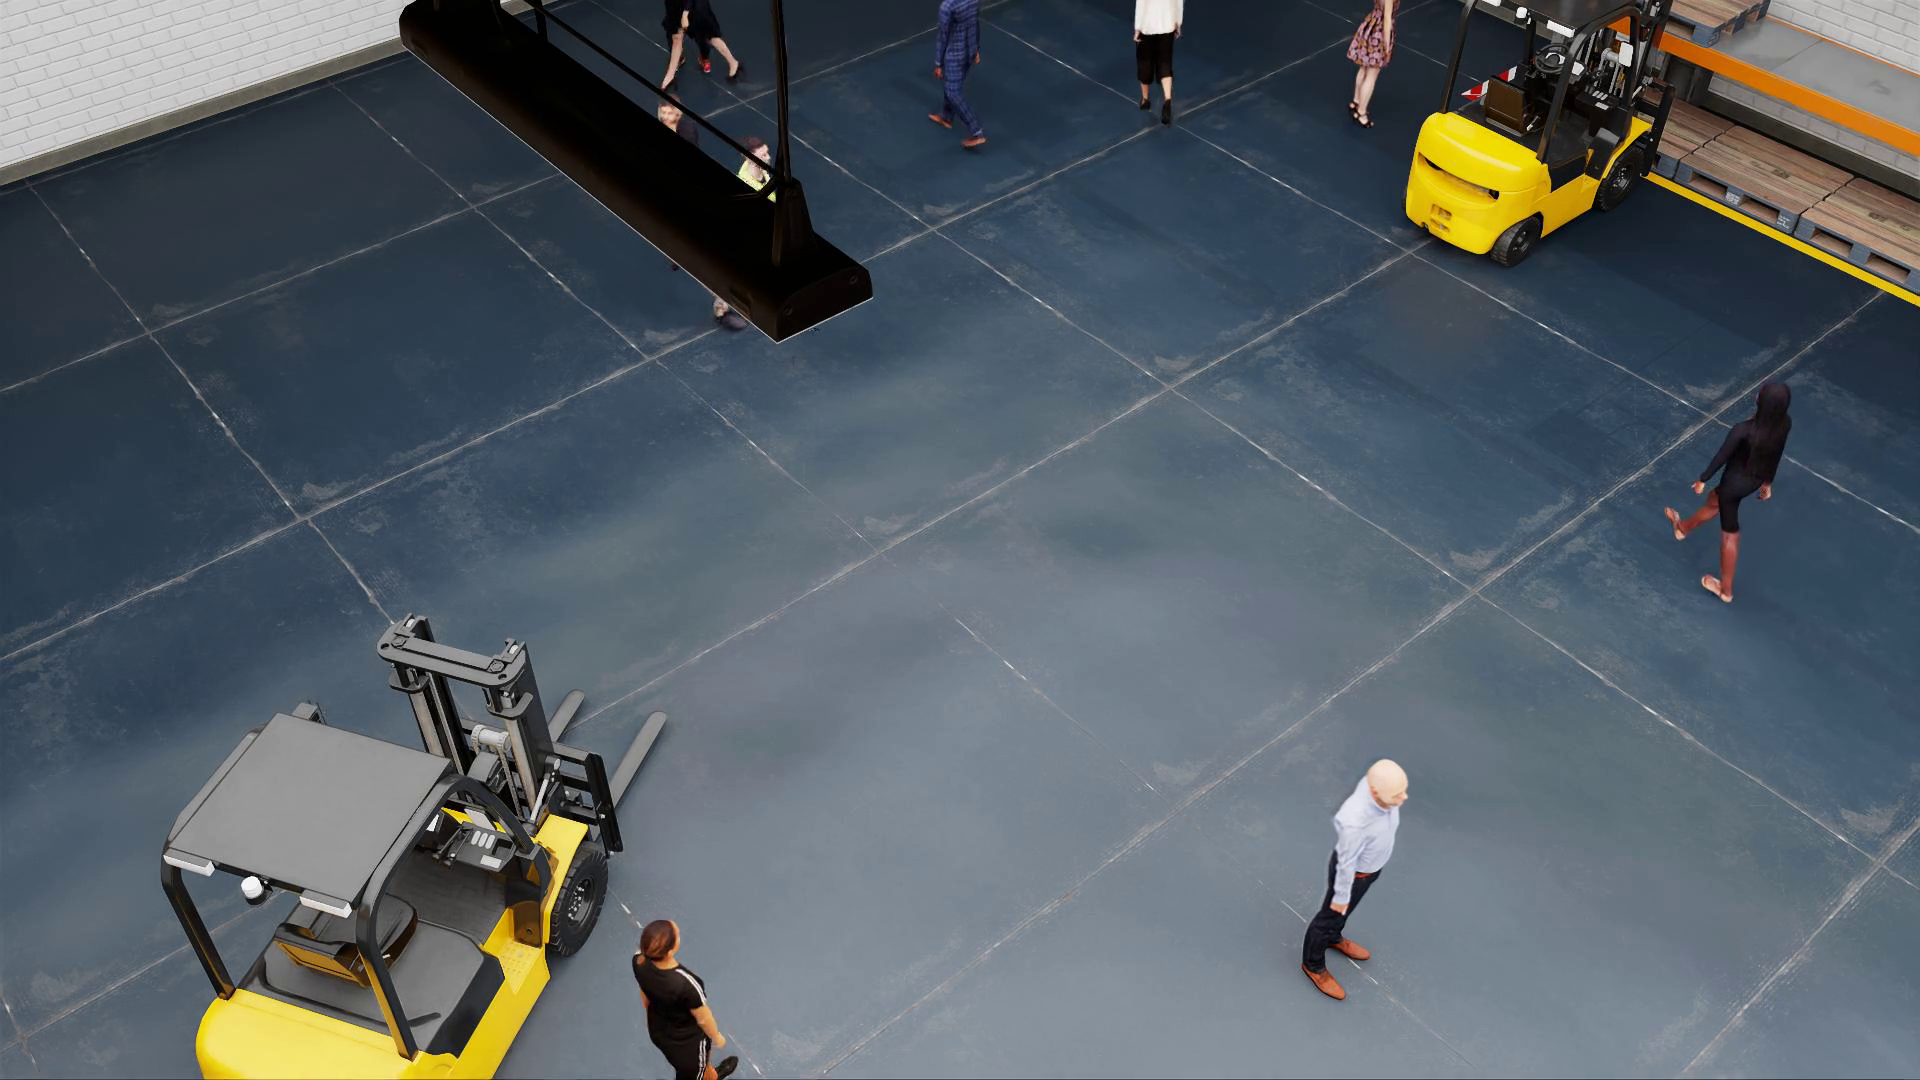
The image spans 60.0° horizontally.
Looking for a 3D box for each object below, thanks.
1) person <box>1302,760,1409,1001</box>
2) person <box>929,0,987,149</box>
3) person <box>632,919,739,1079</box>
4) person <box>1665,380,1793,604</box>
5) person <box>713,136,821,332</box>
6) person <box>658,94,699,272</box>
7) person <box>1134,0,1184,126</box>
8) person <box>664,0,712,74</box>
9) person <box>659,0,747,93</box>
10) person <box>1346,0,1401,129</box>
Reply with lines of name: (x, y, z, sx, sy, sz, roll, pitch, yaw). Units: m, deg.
person: (2.125, 1.760, 8.910, 0.635, 1.789, 0.697, 26, 50, 25)
person: (0.033, -4.510, 15.490, 1.117, 1.790, 0.800, 29, 51, 27)
person: (-1.448, 2.499, 8.243, 1.001, 1.639, 0.731, 32, 52, 29)
person: (5.283, -0.299, 11.150, 0.825, 1.681, 1.156, -16, 46, -16)
person: (-1.704, -2.413, 13.274, 1.248, 1.811, 1.087, 12, 45, 12)
person: (-2.319, -3.007, 14.004, 0.652, 1.664, 0.758, 17, 46, 17)
person: (1.878, -4.756, 15.713, 0.943, 1.841, 1.118, -7, 44, -7)
person: (-2.689, -5.462, 16.476, 0.827, 1.809, 0.882, -2, 44, -2)
person: (-2.515, -5.163, 16.250, 0.966, 1.689, 1.190, -13, 45, -13)
person: (3.965, -4.765, 15.771, 0.869, 1.773, 0.796, -2, 44, -2)
